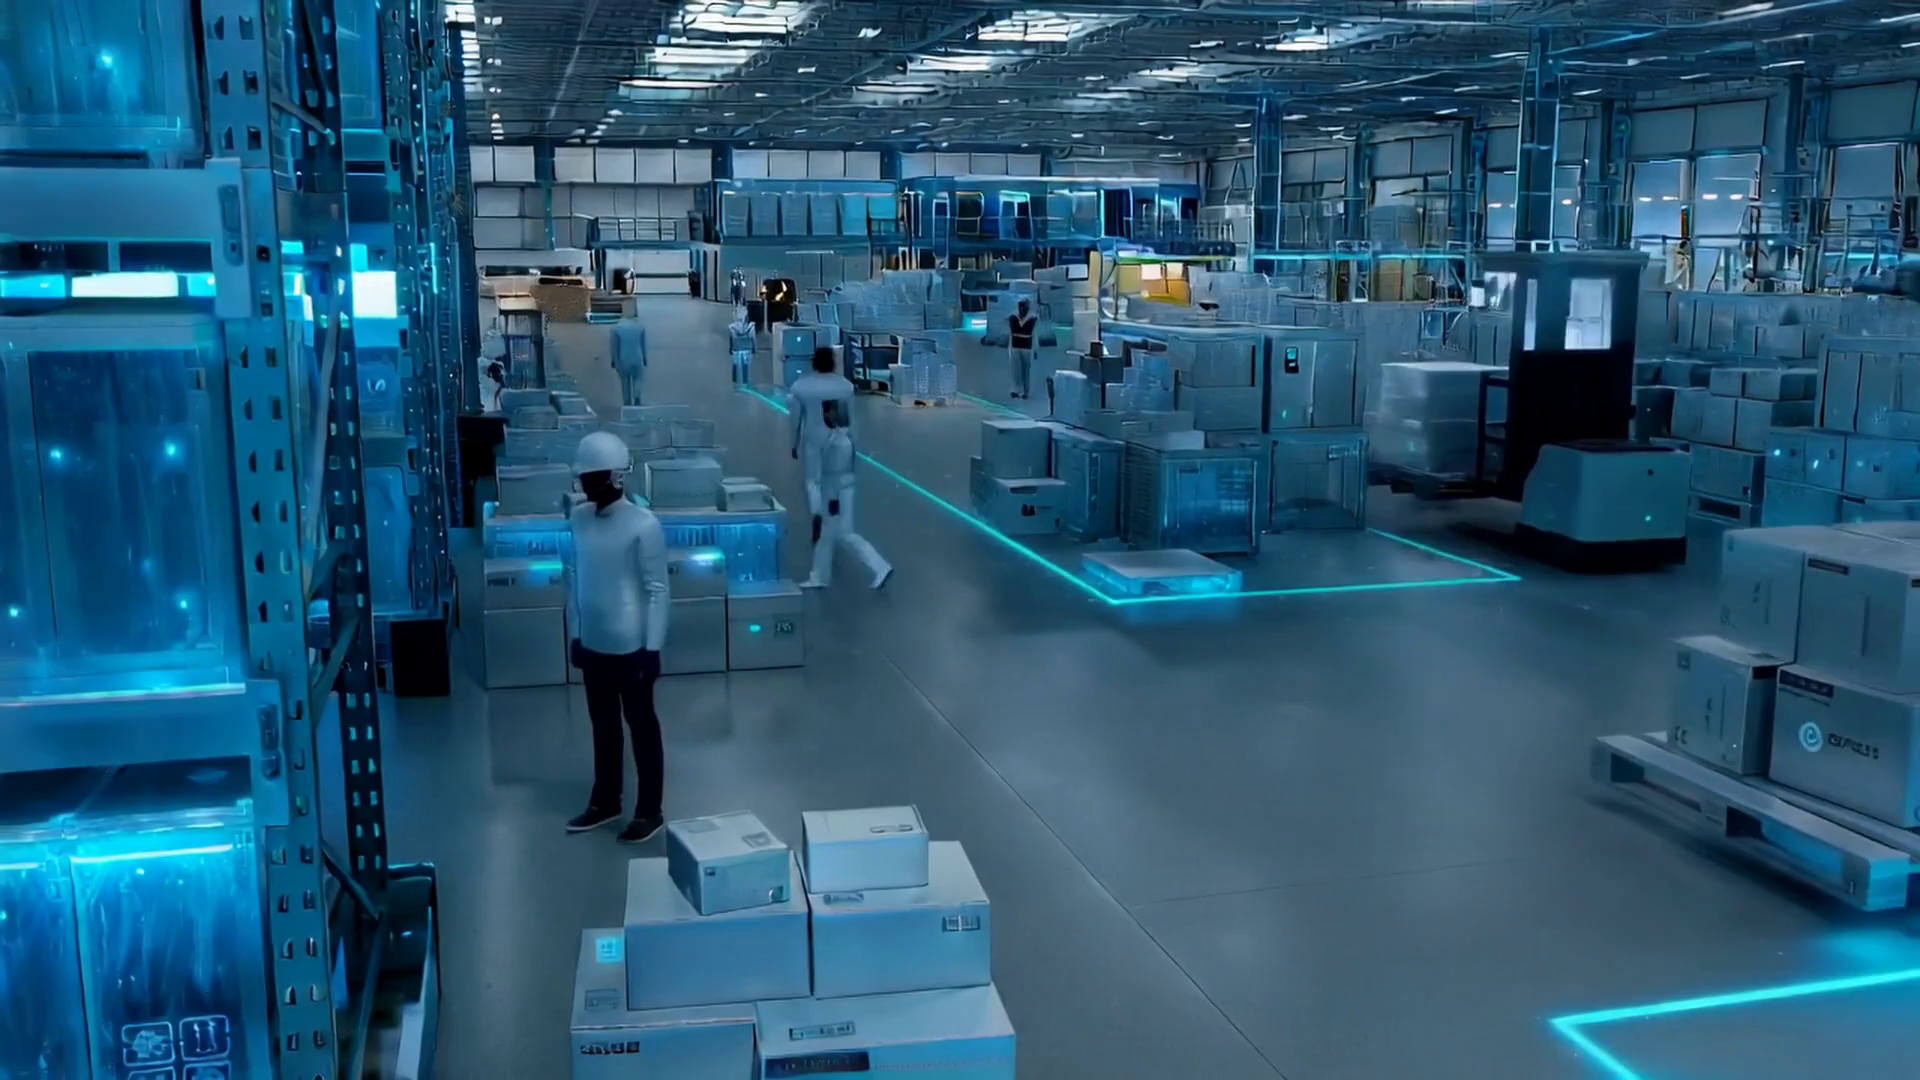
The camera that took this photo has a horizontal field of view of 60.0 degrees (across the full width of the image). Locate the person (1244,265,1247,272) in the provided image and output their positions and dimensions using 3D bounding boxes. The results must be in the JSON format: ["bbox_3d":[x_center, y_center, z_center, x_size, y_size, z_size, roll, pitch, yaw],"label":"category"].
[{"bbox_3d":[13.492,-12.024,78.796,0.400,1.984,0.610,0,10,2],"label":"person"}]

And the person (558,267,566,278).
[{"bbox_3d":[-20.413,-13.083,85.225,0.596,1.837,0.980,6,12,30],"label":"person"}]

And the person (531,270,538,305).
[{"bbox_3d":[-19.796,-11.683,77.487,0.326,1.767,0.533,-9,13,-41],"label":"person"}]

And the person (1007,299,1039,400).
[{"bbox_3d":[1.147,-3.532,30.980,0.625,1.880,0.910,2,10,14],"label":"person"}]

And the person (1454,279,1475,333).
[{"bbox_3d":[16.329,-7.547,53.884,0.644,1.828,0.573,1,10,8],"label":"person"}]

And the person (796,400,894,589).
[{"bbox_3d":[-0.959,-0.371,13.870,0.770,1.614,0.522,-1,10,-5],"label":"person"}]

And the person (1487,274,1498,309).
[{"bbox_3d":[23.166,-10.747,72.410,0.550,1.681,0.384,-4,11,-21],"label":"person"}]

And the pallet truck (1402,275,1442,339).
[{"bbox_3d":[14.620,-7.324,52.145,0.823,1.965,1.885,8,13,40],"label":"pallet truck"}]

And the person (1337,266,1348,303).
[{"bbox_3d":[17.840,-11.818,77.779,0.594,1.930,0.352,1,10,4],"label":"person"}]

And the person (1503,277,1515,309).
[{"bbox_3d":[17.706,-7.465,53.157,0.625,1.934,1.051,-2,10,-13],"label":"person"}]

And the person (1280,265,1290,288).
[{"bbox_3d":[16.824,-13.240,85.923,0.629,1.888,1.014,0,10,2],"label":"person"}]

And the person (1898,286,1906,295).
[{"bbox_3d":[23.764,-5.486,42.065,0.362,1.883,0.576,6,12,31],"label":"person"}]

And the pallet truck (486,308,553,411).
[{"bbox_3d":[-6.242,-2.418,24.362,0.823,1.965,1.885,1,10,3],"label":"pallet truck"}]

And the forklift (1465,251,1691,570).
[{"bbox_3d":[5.704,-1.244,15.217,1.129,2.768,1.873,-3,10,-15],"label":"forklift"}]

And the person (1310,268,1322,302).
[{"bbox_3d":[17.005,-12.037,79.289,0.627,1.843,0.429,-4,11,-23],"label":"person"}]

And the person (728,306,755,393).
[{"bbox_3d":[-4.289,-3.745,32.726,0.541,1.698,0.315,-3,10,-16],"label":"person"}]

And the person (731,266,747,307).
[{"bbox_3d":[-9.959,-11.373,74.948,0.684,2.000,0.955,1,10,7],"label":"person"}]

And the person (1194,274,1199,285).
[{"bbox_3d":[8.771,-8.791,60.872,0.517,1.854,0.649,-6,12,-32],"label":"person"}]

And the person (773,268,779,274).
[{"bbox_3d":[-7.907,-10.731,71.604,0.550,1.935,0.376,-4,11,-21],"label":"person"}]

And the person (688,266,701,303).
[{"bbox_3d":[-13.662,-13.162,85.514,0.603,1.897,0.904,-3,10,-15],"label":"person"}]

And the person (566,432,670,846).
[{"bbox_3d":[-1.667,0.474,7.995,0.614,1.993,0.395,7,12,35],"label":"person"}]

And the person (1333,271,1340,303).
[{"bbox_3d":[18.049,-12.059,79.622,0.363,1.751,0.548,8,13,39],"label":"person"}]

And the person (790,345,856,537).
[{"bbox_3d":[-1.329,-0.942,16.236,0.636,1.917,0.716,-1,10,-7],"label":"person"}]

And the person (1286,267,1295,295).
[{"bbox_3d":[15.226,-11.589,76.517,0.397,1.922,0.547,-2,10,-11],"label":"person"}]

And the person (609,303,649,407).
[{"bbox_3d":[-5.736,-3.150,28.796,0.675,1.890,0.474,-3,10,-15],"label":"person"}]
